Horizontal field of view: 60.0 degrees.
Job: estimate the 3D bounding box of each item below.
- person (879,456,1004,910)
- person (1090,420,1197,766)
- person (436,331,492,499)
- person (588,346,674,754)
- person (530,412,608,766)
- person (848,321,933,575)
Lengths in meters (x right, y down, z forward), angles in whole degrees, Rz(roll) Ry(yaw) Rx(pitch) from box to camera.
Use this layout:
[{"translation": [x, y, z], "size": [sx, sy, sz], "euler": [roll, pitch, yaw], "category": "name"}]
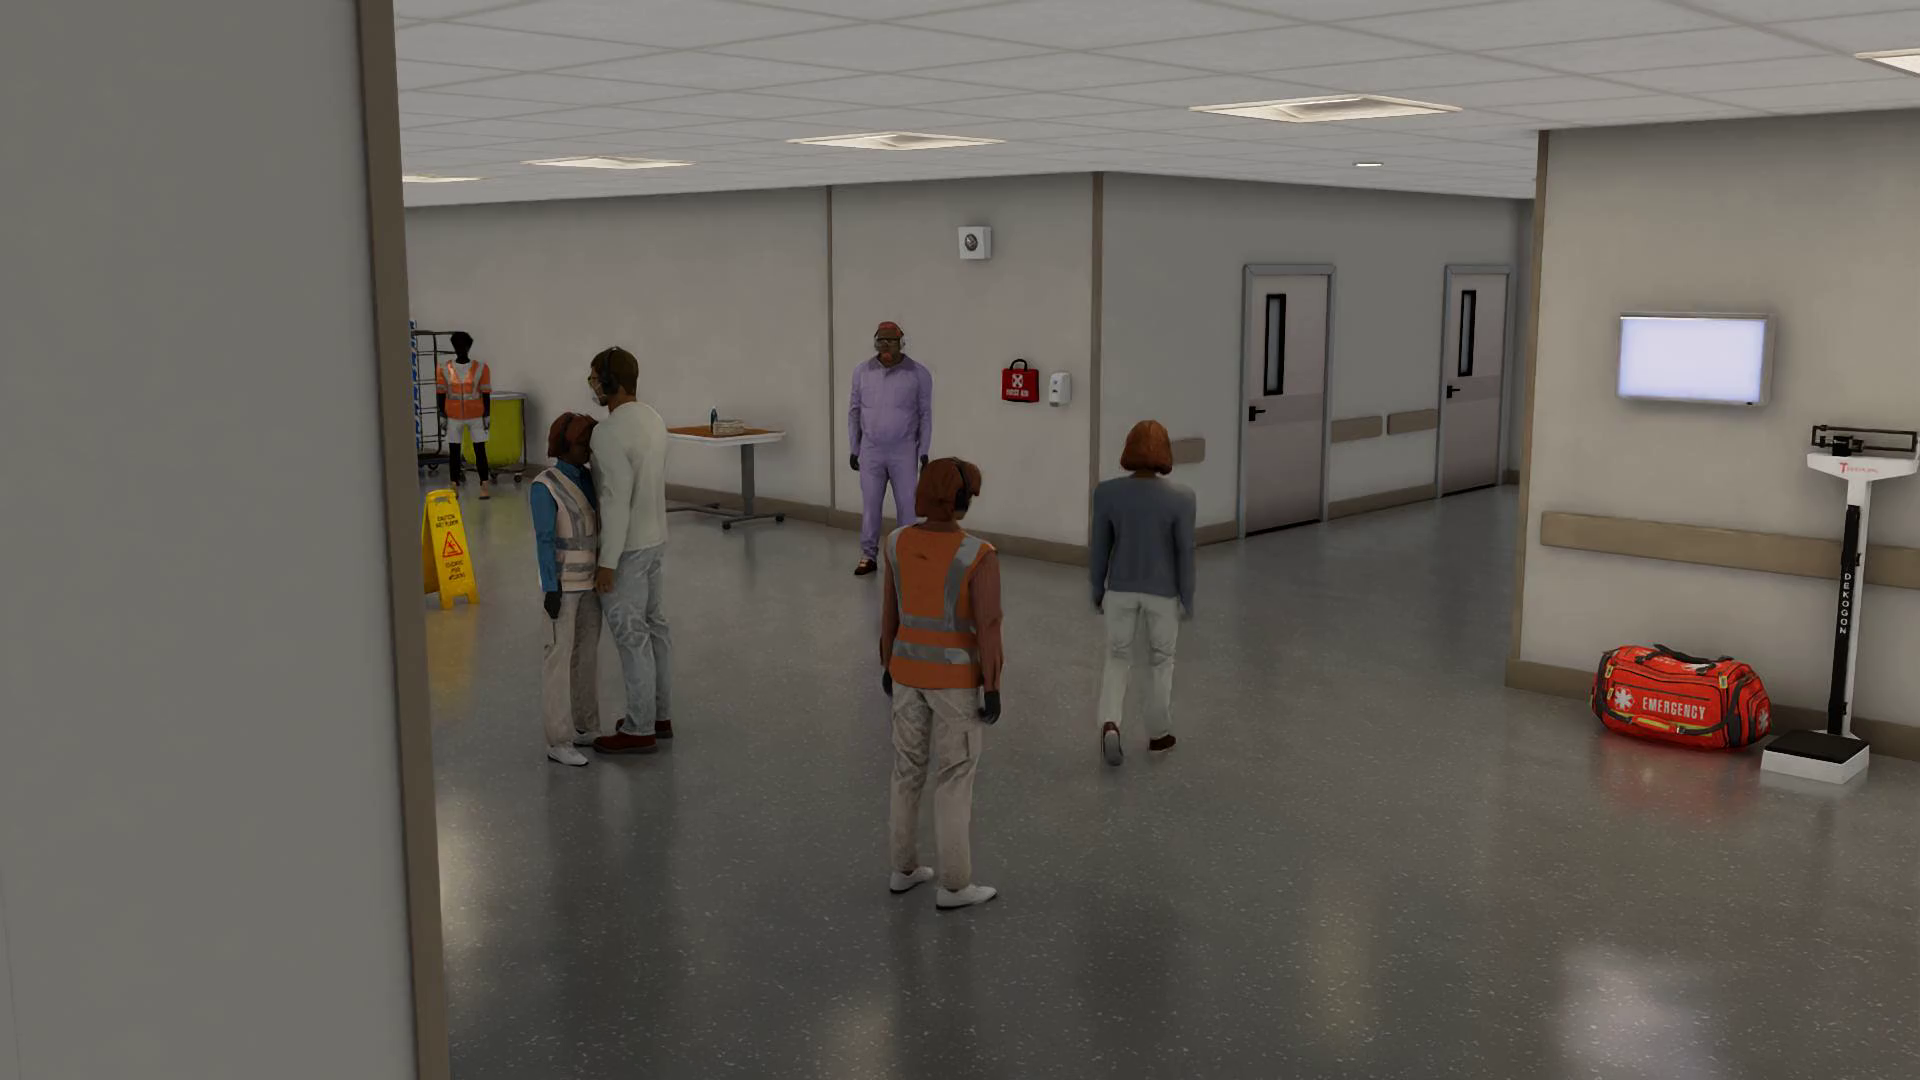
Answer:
[{"translation": [-0.082, 0.514, 6.026], "size": [0.544, 1.628, 0.318], "euler": [7, 12, 37], "category": "person"}, {"translation": [0.837, 0.249, 7.703], "size": [0.517, 1.617, 0.626], "euler": [3, 10, 20], "category": "person"}, {"translation": [-4.922, -1.231, 16.549], "size": [0.536, 1.691, 0.322], "euler": [-2, 9, -11], "category": "person"}, {"translation": [-1.574, 0.051, 7.917], "size": [0.354, 1.936, 0.635], "euler": [2, 9, 10], "category": "person"}, {"translation": [-1.806, 0.220, 7.797], "size": [0.308, 1.638, 0.511], "euler": [3, 10, 20], "category": "person"}, {"translation": [-0.533, -0.680, 12.487], "size": [0.639, 1.911, 0.406], "euler": [1, 9, 8], "category": "person"}]
